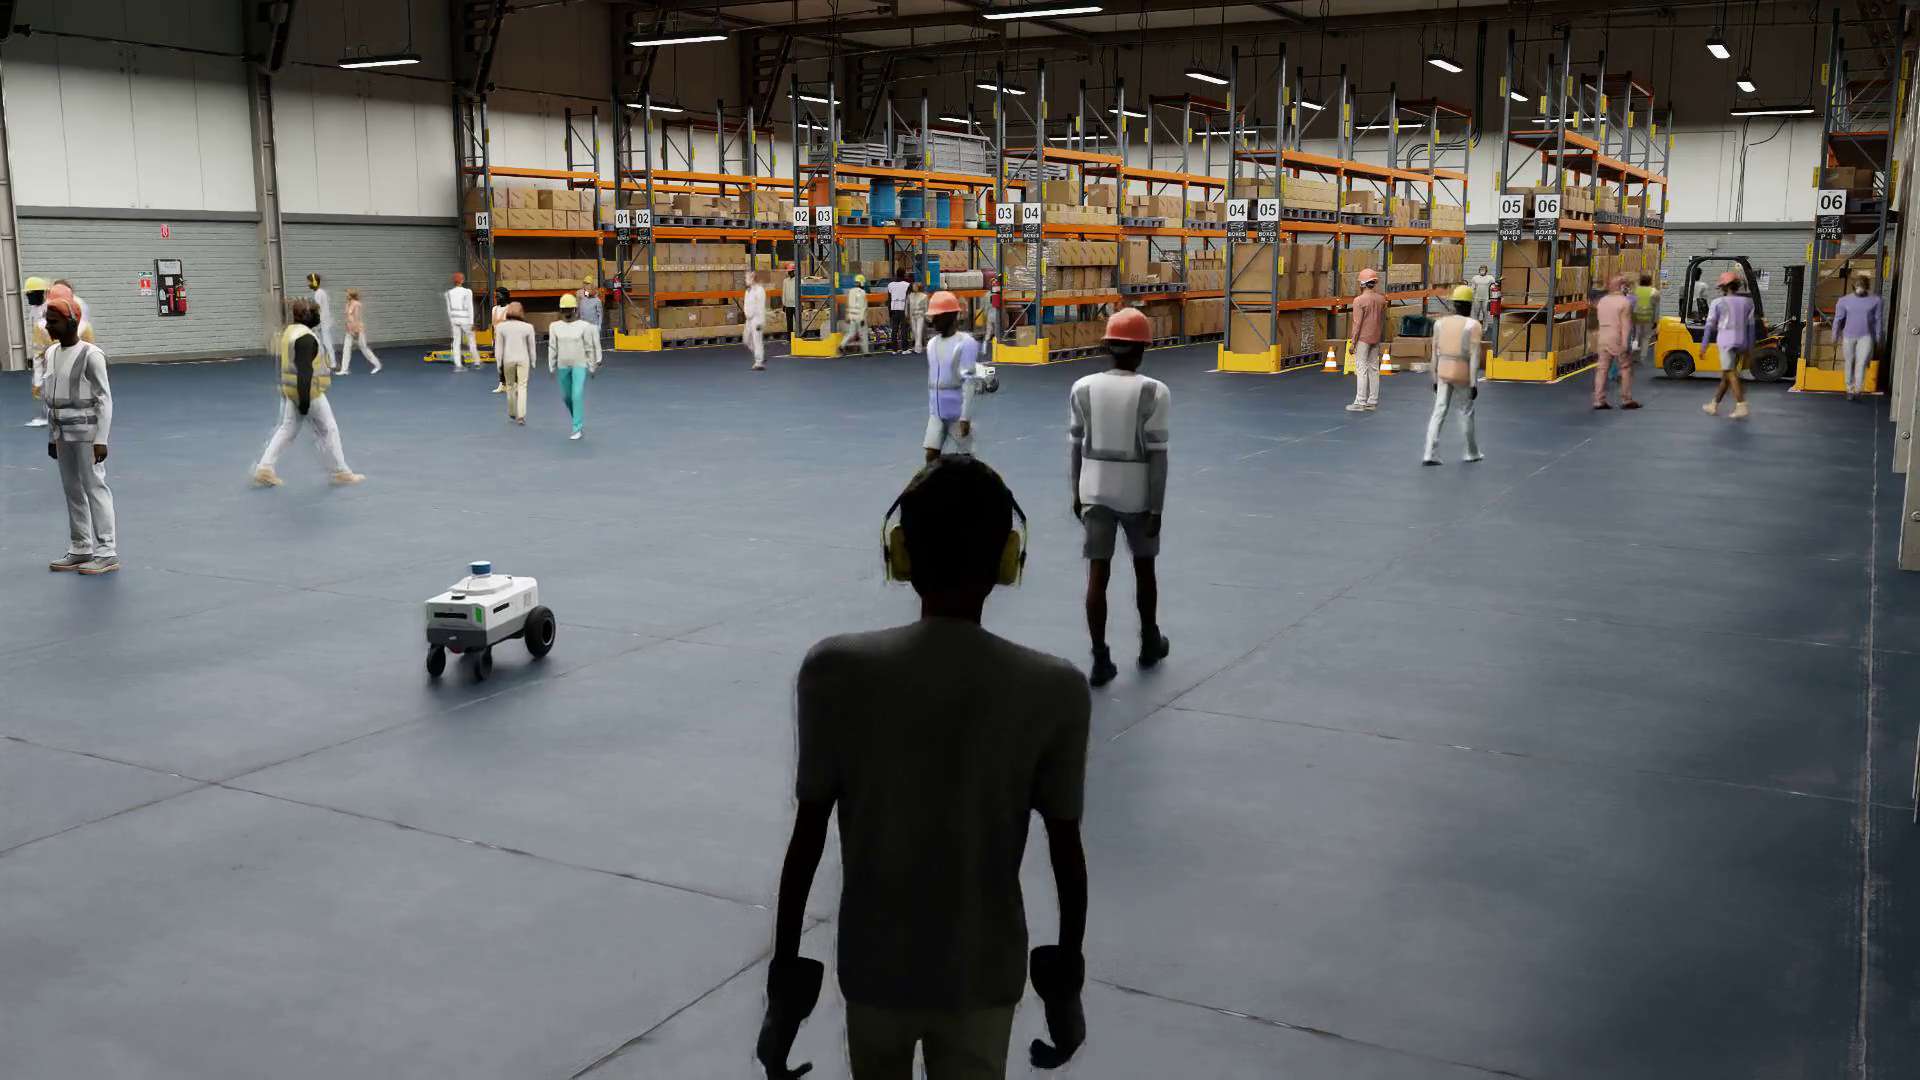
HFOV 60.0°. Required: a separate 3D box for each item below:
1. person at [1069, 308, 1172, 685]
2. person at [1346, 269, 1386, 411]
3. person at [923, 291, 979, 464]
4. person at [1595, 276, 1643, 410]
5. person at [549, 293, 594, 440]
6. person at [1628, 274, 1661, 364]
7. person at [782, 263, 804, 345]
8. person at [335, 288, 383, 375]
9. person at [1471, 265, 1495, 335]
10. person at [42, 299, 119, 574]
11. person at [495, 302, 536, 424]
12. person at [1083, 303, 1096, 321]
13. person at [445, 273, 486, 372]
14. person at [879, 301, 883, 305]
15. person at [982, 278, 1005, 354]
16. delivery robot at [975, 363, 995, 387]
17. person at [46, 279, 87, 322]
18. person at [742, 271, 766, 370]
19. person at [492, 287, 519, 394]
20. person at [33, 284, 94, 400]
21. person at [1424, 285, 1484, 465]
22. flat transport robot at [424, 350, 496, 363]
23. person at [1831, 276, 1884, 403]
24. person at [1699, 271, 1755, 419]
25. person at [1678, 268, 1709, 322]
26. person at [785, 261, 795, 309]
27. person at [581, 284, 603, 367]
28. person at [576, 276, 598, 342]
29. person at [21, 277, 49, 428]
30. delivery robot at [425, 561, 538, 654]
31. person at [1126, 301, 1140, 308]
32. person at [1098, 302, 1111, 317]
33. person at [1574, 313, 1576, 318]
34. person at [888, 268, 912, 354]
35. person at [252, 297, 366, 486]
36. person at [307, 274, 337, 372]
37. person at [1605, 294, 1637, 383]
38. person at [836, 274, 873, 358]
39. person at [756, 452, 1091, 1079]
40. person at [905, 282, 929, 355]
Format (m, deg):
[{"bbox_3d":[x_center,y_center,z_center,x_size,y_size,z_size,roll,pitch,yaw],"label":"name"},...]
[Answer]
[{"bbox_3d":[0.849,-0.244,8.664,0.568,1.900,0.878,3,10,19],"label":"person"},{"bbox_3d":[5.724,-2.813,23.441,0.612,1.995,0.376,-7,12,-36],"label":"person"},{"bbox_3d":[-0.032,-1.044,13.360,0.557,1.911,0.859,9,13,41],"label":"person"},{"bbox_3d":[9.388,-2.785,23.597,0.814,1.876,0.680,-4,10,-22],"label":"person"},{"bbox_3d":[-4.653,-2.096,20.010,0.531,1.745,0.755,1,10,4],"label":"person"},{"bbox_3d":[13.753,-4.448,33.517,0.636,1.825,0.718,5,11,26],"label":"person"},{"bbox_3d":[-4.081,-5.746,40.612,0.624,1.992,0.386,5,11,28],"label":"person"},{"bbox_3d":[-11.067,-3.834,30.550,0.838,1.605,0.520,-9,13,-42],"label":"person"},{"bbox_3d":[14.475,-6.658,46.119,0.637,1.937,0.357,5,11,28],"label":"person"},{"bbox_3d":[-6.071,-0.707,11.435,0.586,1.882,0.343,5,11,28],"label":"person"},{"bbox_3d":[-5.787,-2.307,21.696,0.502,1.581,0.886,-2,10,-12],"label":"person"},{"bbox_3d":[3.555,-6.582,46.068,0.524,1.815,0.900,5,11,28],"label":"person"},{"bbox_3d":[-9.375,-4.114,31.485,0.596,1.844,0.939,2,10,14],"label":"person"},{"bbox_3d":[-2.663,-7.625,52.110,0.615,1.822,0.414,4,11,24],"label":"person"},{"bbox_3d":[0.731,-4.838,36.087,0.494,1.723,0.578,5,11,26],"label":"person"},{"bbox_3d":[0.188,-2.654,26.447,0.707,0.478,0.477,5,11,28],"label":"delivery robot"},{"bbox_3d":[-13.593,-3.040,25.260,0.667,1.822,0.556,0,10,-2],"label":"person"},{"bbox_3d":[-3.925,-4.172,31.696,0.410,1.891,0.659,-6,12,-33],"label":"person"},{"bbox_3d":[-7.179,-3.140,26.228,0.541,1.695,0.315,5,11,28],"label":"person"},{"bbox_3d":[-8.967,-1.620,16.721,0.541,1.909,0.926,-2,10,-10],"label":"person"},{"bbox_3d":[5.186,-1.719,17.398,0.974,1.880,0.601,-9,13,-42],"label":"person"},{"bbox_3d":[-10.227,-3.769,34.079,1.431,0.197,0.652,5,11,28],"label":"flat transport robot"},{"bbox_3d":[13.348,-2.985,24.781,0.655,1.880,1.040,6,11,31],"label":"person"},{"bbox_3d":[10.372,-2.617,22.398,0.627,1.976,1.064,-2,10,-10],"label":"person"},{"bbox_3d":[16.701,-5.239,37.906,0.608,1.915,0.992,4,10,20],"label":"person"},{"bbox_3d":[-4.681,-6.806,46.727,0.647,2.023,0.641,6,12,33],"label":"person"},{"bbox_3d":[-7.248,-4.214,32.702,0.508,1.632,0.270,5,11,28],"label":"person"},{"bbox_3d":[-8.690,-5.289,38.731,0.522,1.721,0.831,-4,10,-20],"label":"person"},{"bbox_3d":[-11.717,-2.368,21.111,0.612,1.900,0.738,9,13,42],"label":"person"},{"bbox_3d":[-2.530,0.357,8.822,0.477,0.478,0.707,2,10,11],"label":"delivery robot"},{"bbox_3d":[5.194,-7.356,50.392,1.034,1.893,0.636,6,12,33],"label":"person"},{"bbox_3d":[4.464,-7.505,51.261,0.733,1.896,0.574,-6,12,-33],"label":"person"},{"bbox_3d":[17.448,-6.705,46.407,0.617,1.940,1.040,-5,11,-25],"label":"person"},{"bbox_3d":[-1.339,-5.099,37.053,0.591,1.916,0.379,5,11,27],"label":"person"},{"bbox_3d":[-6.247,-1.394,15.746,0.979,1.799,0.635,-7,12,-35],"label":"person"},{"bbox_3d":[-11.990,-4.034,31.037,0.663,1.837,0.510,-4,10,-22],"label":"person"},{"bbox_3d":[11.379,-3.621,28.724,0.579,1.812,0.909,3,10,16],"label":"person"},{"bbox_3d":[-2.261,-4.776,35.564,0.793,1.803,0.602,-8,12,-39],"label":"person"},{"bbox_3d":[-0.054,0.768,2.908,0.563,1.842,0.541,1,10,5],"label":"person"},{"bbox_3d":[-0.969,-4.895,36.806,0.503,1.586,0.860,4,11,24],"label":"person"}]
